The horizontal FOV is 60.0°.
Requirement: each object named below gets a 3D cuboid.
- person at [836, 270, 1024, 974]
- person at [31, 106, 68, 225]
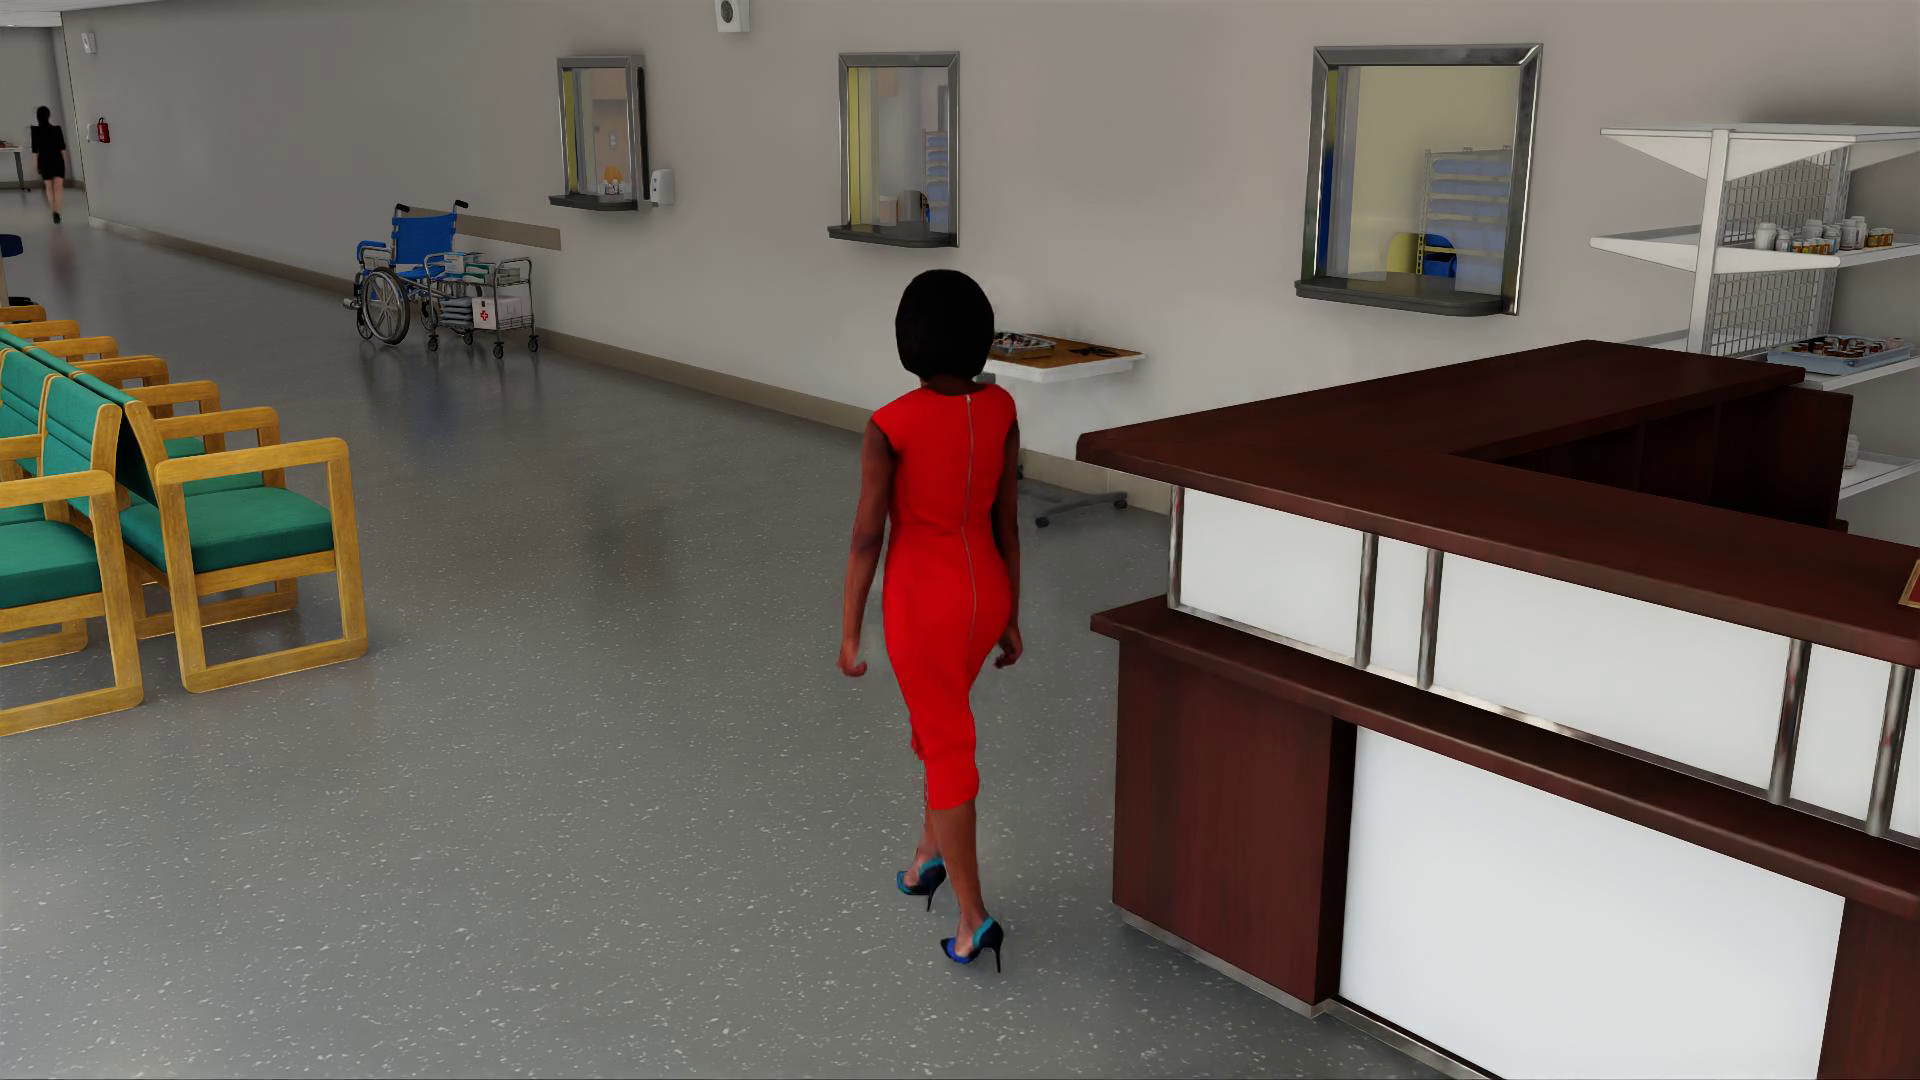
[{"bbox_3d":[0.017,0.243,3.979,0.715,1.727,0.671,-12,19,-36],"label":"person"},{"bbox_3d":[-13.181,-5.404,24.146,1.010,1.654,0.882,-6,17,-19],"label":"person"}]
